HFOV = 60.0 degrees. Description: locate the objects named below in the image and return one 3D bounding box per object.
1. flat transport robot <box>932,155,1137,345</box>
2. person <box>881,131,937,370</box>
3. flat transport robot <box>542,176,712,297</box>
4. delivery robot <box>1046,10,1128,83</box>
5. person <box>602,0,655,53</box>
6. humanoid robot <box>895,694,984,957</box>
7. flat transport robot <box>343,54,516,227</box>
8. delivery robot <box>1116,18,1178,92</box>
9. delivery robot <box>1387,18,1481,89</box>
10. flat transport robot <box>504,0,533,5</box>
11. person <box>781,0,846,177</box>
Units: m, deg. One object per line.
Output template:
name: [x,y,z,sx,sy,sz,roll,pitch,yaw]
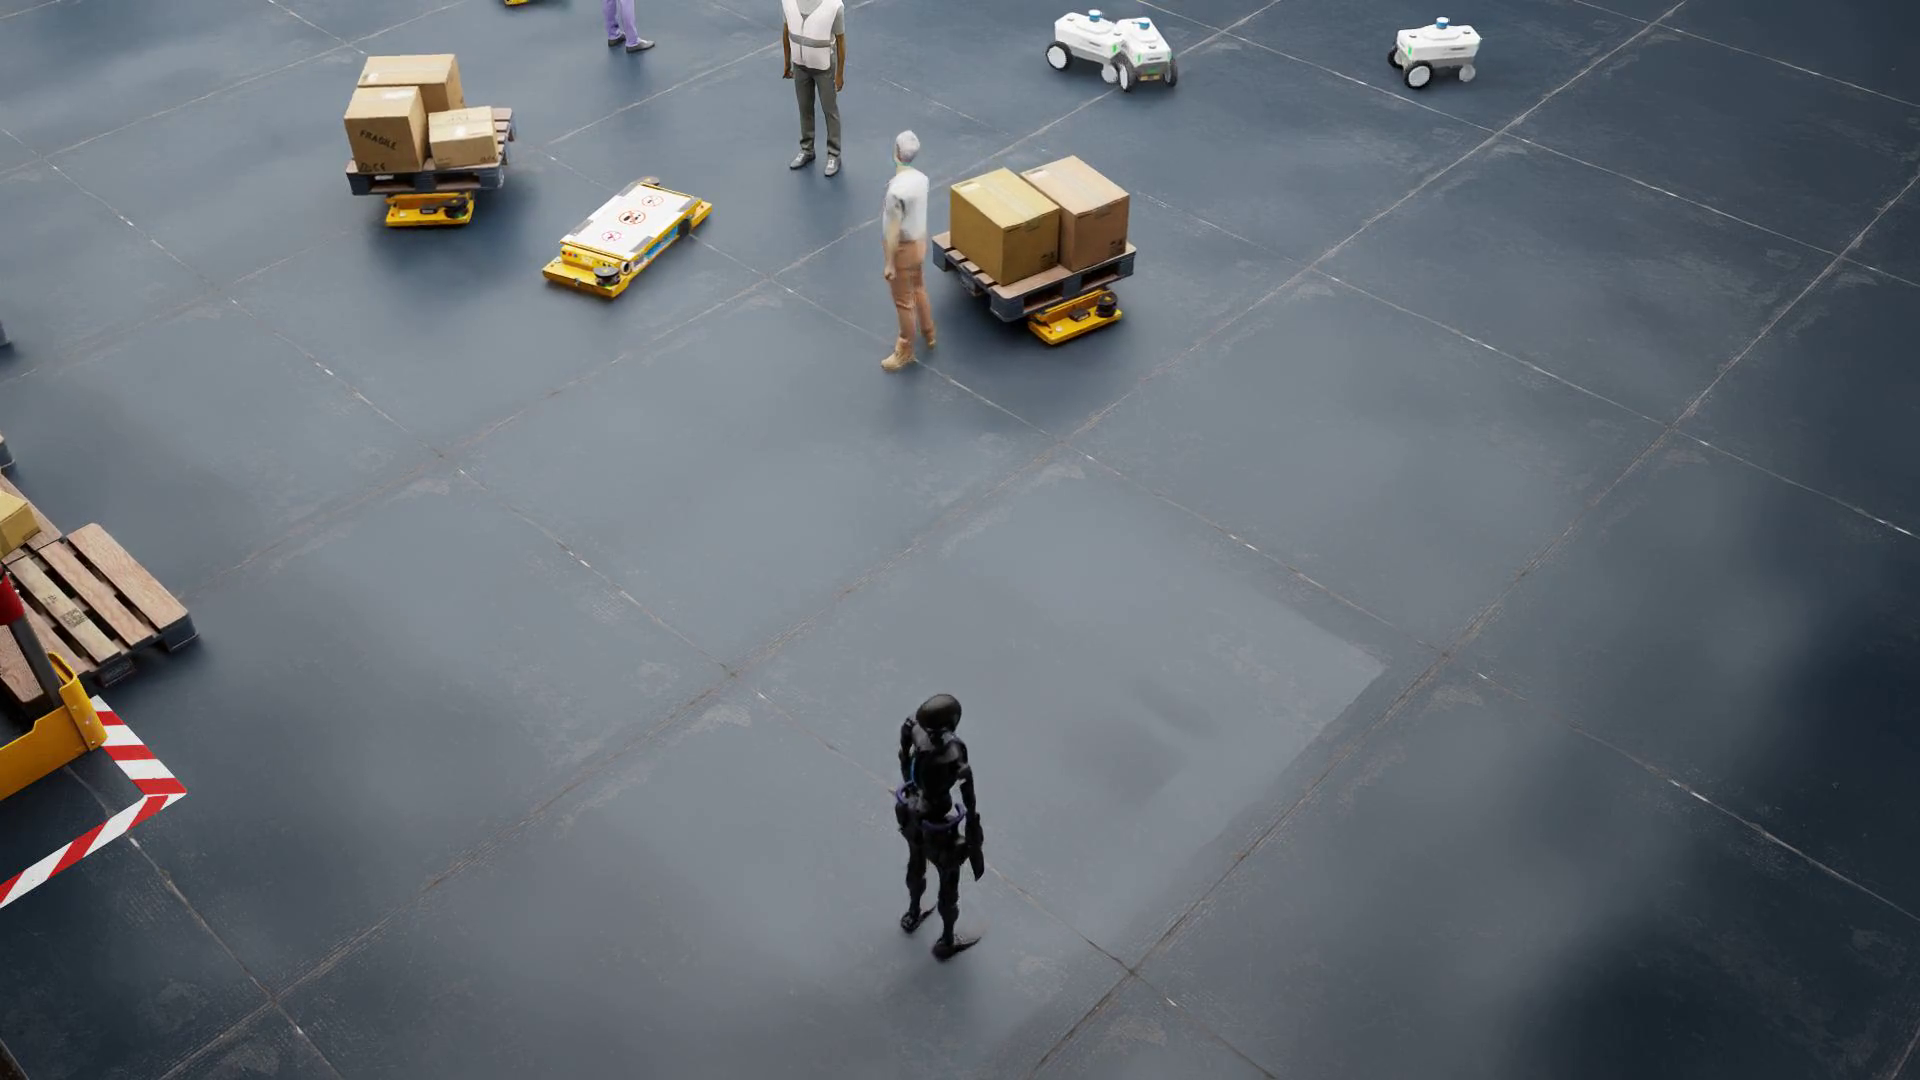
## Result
flat transport robot: [0.551,-1.995,12.744,0.659,0.231,1.431,-24,47,-24]
person: [-0.378,-2.014,11.693,0.296,1.710,0.620,16,44,17]
flat transport robot: [-2.631,-2.429,13.226,0.659,0.231,1.431,18,45,19]
delivery robot: [1.232,-4.628,15.438,0.750,0.570,0.499,27,48,26]
person: [-3.210,-5.431,15.384,0.568,1.842,0.373,29,49,28]
humanoid robot: [-0.105,1.342,7.972,0.325,1.656,0.588,-30,50,-29]
flat transport robot: [-4.363,-3.076,13.945,0.659,0.231,1.431,-3,42,-3]
delivery robot: [1.688,-4.483,15.306,0.499,0.610,0.788,-9,43,-10]
delivery robot: [4.378,-4.507,15.325,0.802,0.600,0.499,-6,42,-7]
flat transport robot: [-4.539,-5.885,17.067,0.659,0.231,1.431,-20,46,-21]
person: [-1.193,-3.909,13.689,0.566,1.849,0.387,16,44,17]
